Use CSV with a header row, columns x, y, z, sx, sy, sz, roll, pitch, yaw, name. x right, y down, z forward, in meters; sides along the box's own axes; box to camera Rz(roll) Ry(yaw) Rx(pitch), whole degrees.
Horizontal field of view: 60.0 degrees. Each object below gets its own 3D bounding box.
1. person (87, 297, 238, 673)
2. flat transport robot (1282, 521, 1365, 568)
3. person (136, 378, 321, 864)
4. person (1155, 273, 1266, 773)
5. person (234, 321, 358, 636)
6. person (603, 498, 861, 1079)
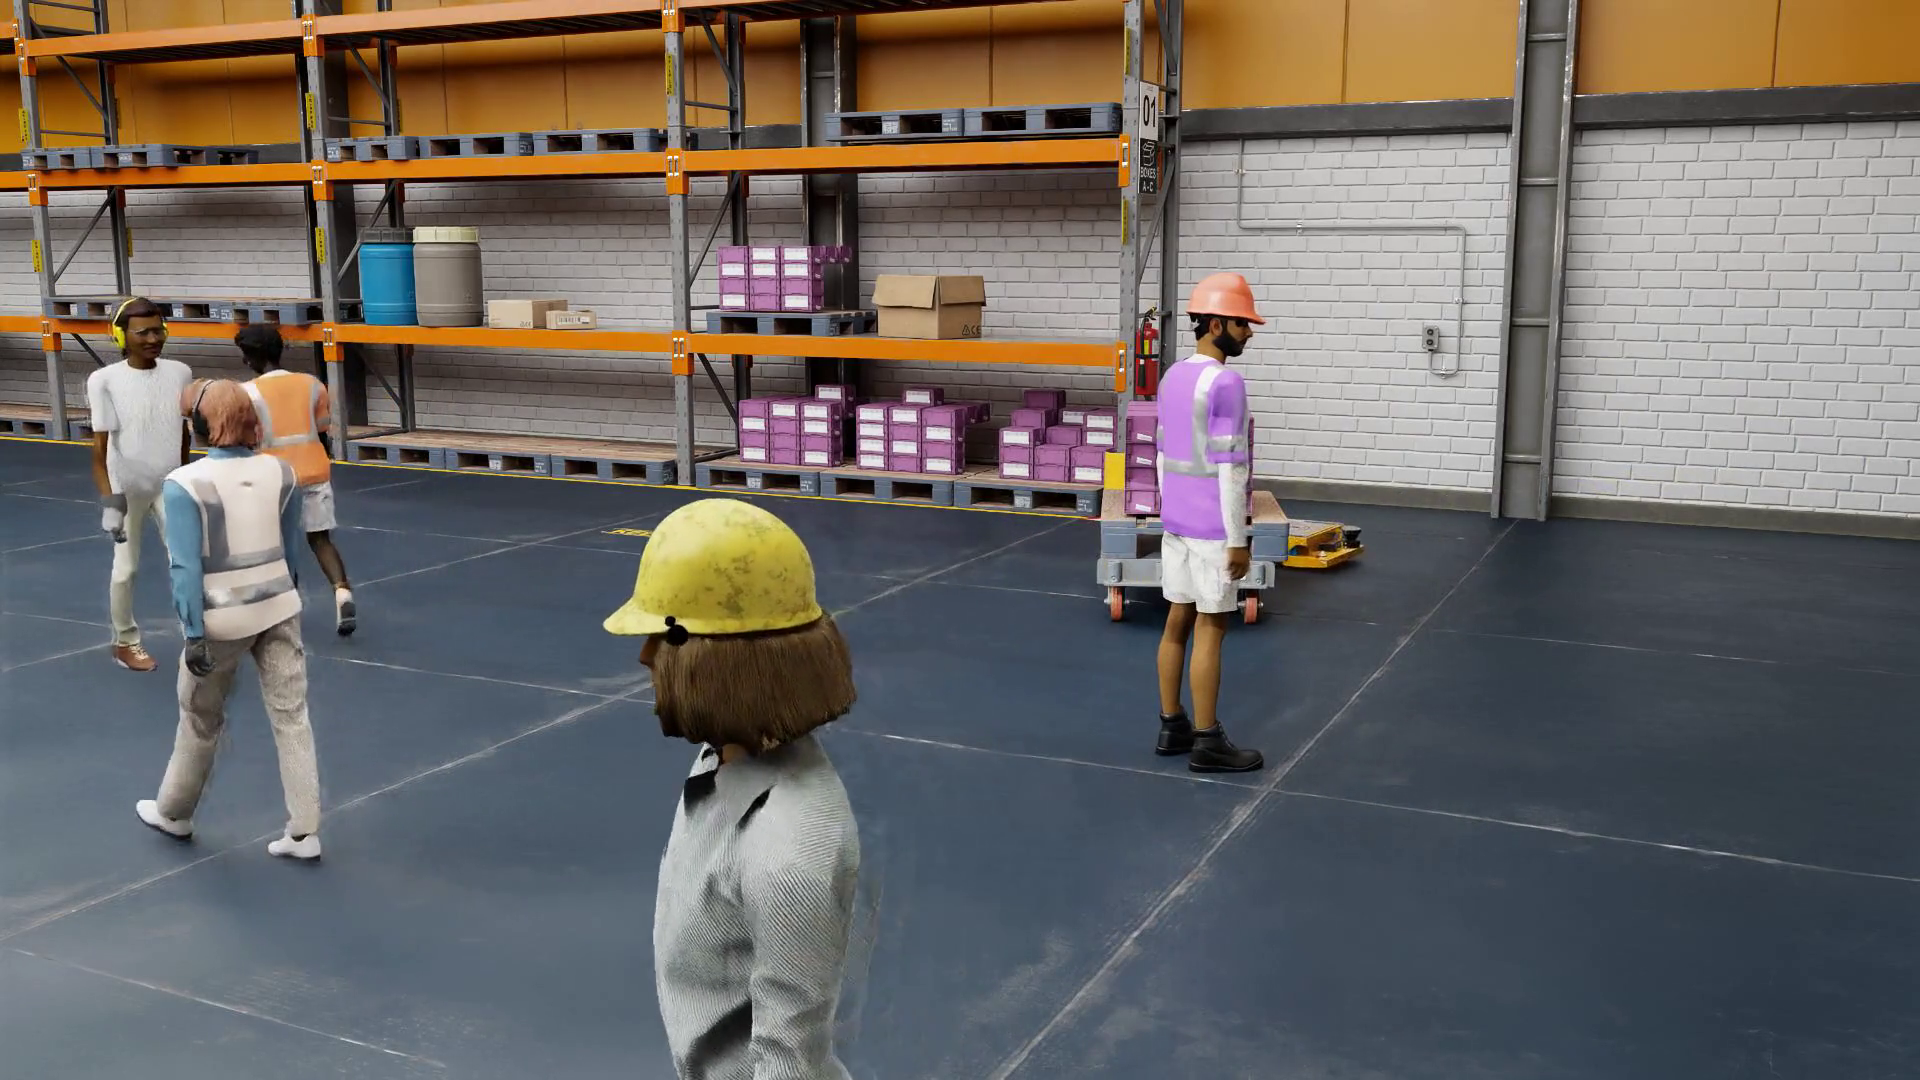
x,y,z,sx,sy,sz,roll,pitch,yaw,name
-3.754,-0.220,7.743,1.026,1.802,0.534,8,13,39,person
1.877,-0.021,10.998,1.431,0.197,0.652,7,12,34,flat transport robot
-2.454,0.263,5.549,0.845,1.594,0.534,6,11,30,person
0.974,-0.065,6.495,0.376,1.933,0.545,-4,11,-20,person
-3.449,-0.302,8.628,0.753,1.655,0.550,10,14,44,person
-0.209,0.792,2.151,0.570,1.725,0.499,-3,10,-15,person
